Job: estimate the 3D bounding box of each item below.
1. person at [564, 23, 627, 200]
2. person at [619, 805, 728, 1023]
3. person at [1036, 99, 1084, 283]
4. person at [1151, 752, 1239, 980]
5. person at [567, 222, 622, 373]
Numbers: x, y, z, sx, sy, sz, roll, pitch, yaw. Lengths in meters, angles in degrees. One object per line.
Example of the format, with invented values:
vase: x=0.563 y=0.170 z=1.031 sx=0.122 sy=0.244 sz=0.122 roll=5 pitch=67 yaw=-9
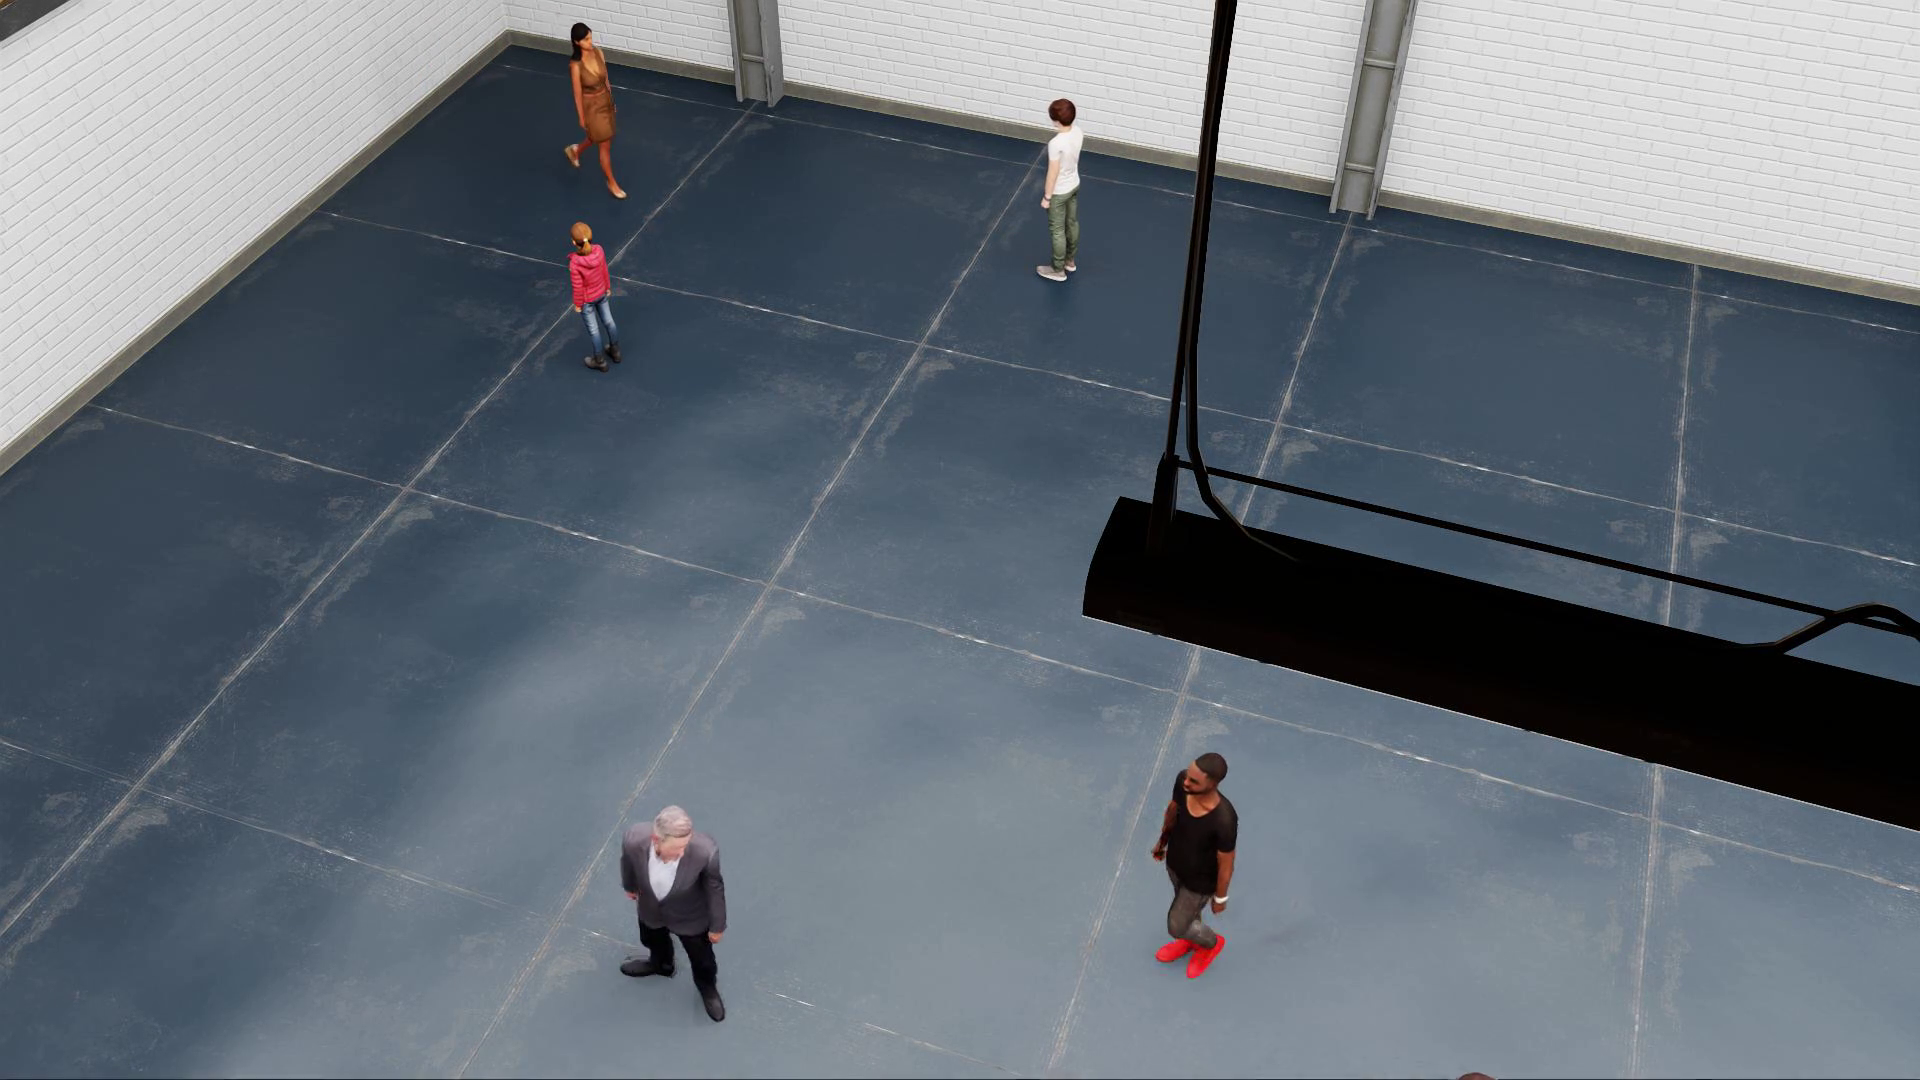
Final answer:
person: x=-3.334 y=-3.877 z=14.959 sx=0.921 sy=1.672 sz=0.621 roll=20 pitch=47 yaw=20
person: x=-1.544 y=1.908 z=8.792 sx=0.570 sy=1.805 sz=0.993 roll=17 pitch=46 yaw=17
person: x=0.866 y=-2.953 z=14.002 sx=0.626 sy=1.656 sz=0.630 roll=29 pitch=51 yaw=27
person: x=1.346 y=1.729 z=8.987 sx=0.860 sy=1.794 sz=0.801 roll=-17 pitch=46 yaw=-17
person: x=-2.904 y=-1.933 z=13.176 sx=0.579 sy=1.317 sz=0.576 roll=29 pitch=51 yaw=27
